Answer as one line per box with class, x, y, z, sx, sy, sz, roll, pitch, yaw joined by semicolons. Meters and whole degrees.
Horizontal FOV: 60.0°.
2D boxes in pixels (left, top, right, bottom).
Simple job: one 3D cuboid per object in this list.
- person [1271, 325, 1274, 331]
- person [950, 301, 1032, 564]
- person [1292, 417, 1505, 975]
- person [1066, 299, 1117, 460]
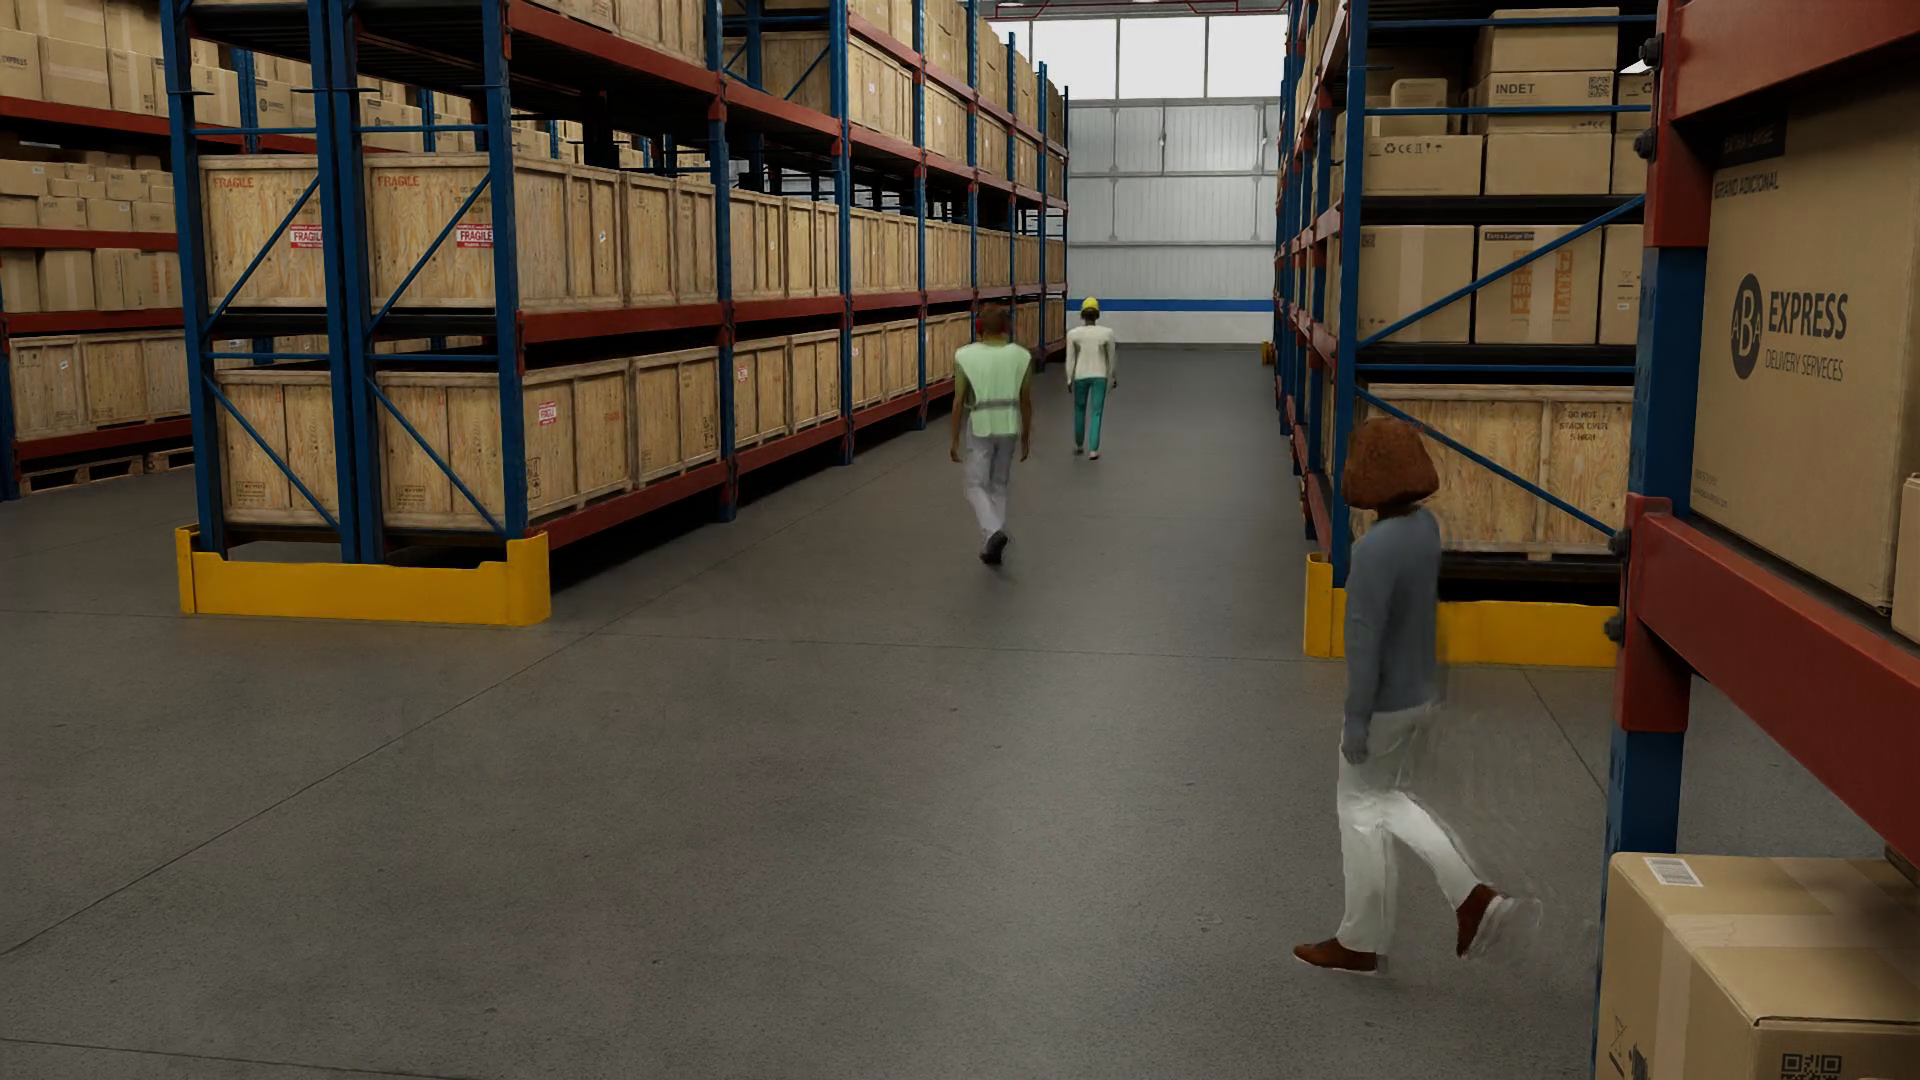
person;7.307;-4.836;37.391;0.922;1.684;0.579;-1;9;-4
person;0.222;-0.715;11.369;0.582;1.827;0.541;-3;10;-20
person;1.243;0.463;4.691;0.495;1.618;0.519;7;11;36
person;1.440;-1.761;18.202;0.545;1.725;0.895;1;9;9
